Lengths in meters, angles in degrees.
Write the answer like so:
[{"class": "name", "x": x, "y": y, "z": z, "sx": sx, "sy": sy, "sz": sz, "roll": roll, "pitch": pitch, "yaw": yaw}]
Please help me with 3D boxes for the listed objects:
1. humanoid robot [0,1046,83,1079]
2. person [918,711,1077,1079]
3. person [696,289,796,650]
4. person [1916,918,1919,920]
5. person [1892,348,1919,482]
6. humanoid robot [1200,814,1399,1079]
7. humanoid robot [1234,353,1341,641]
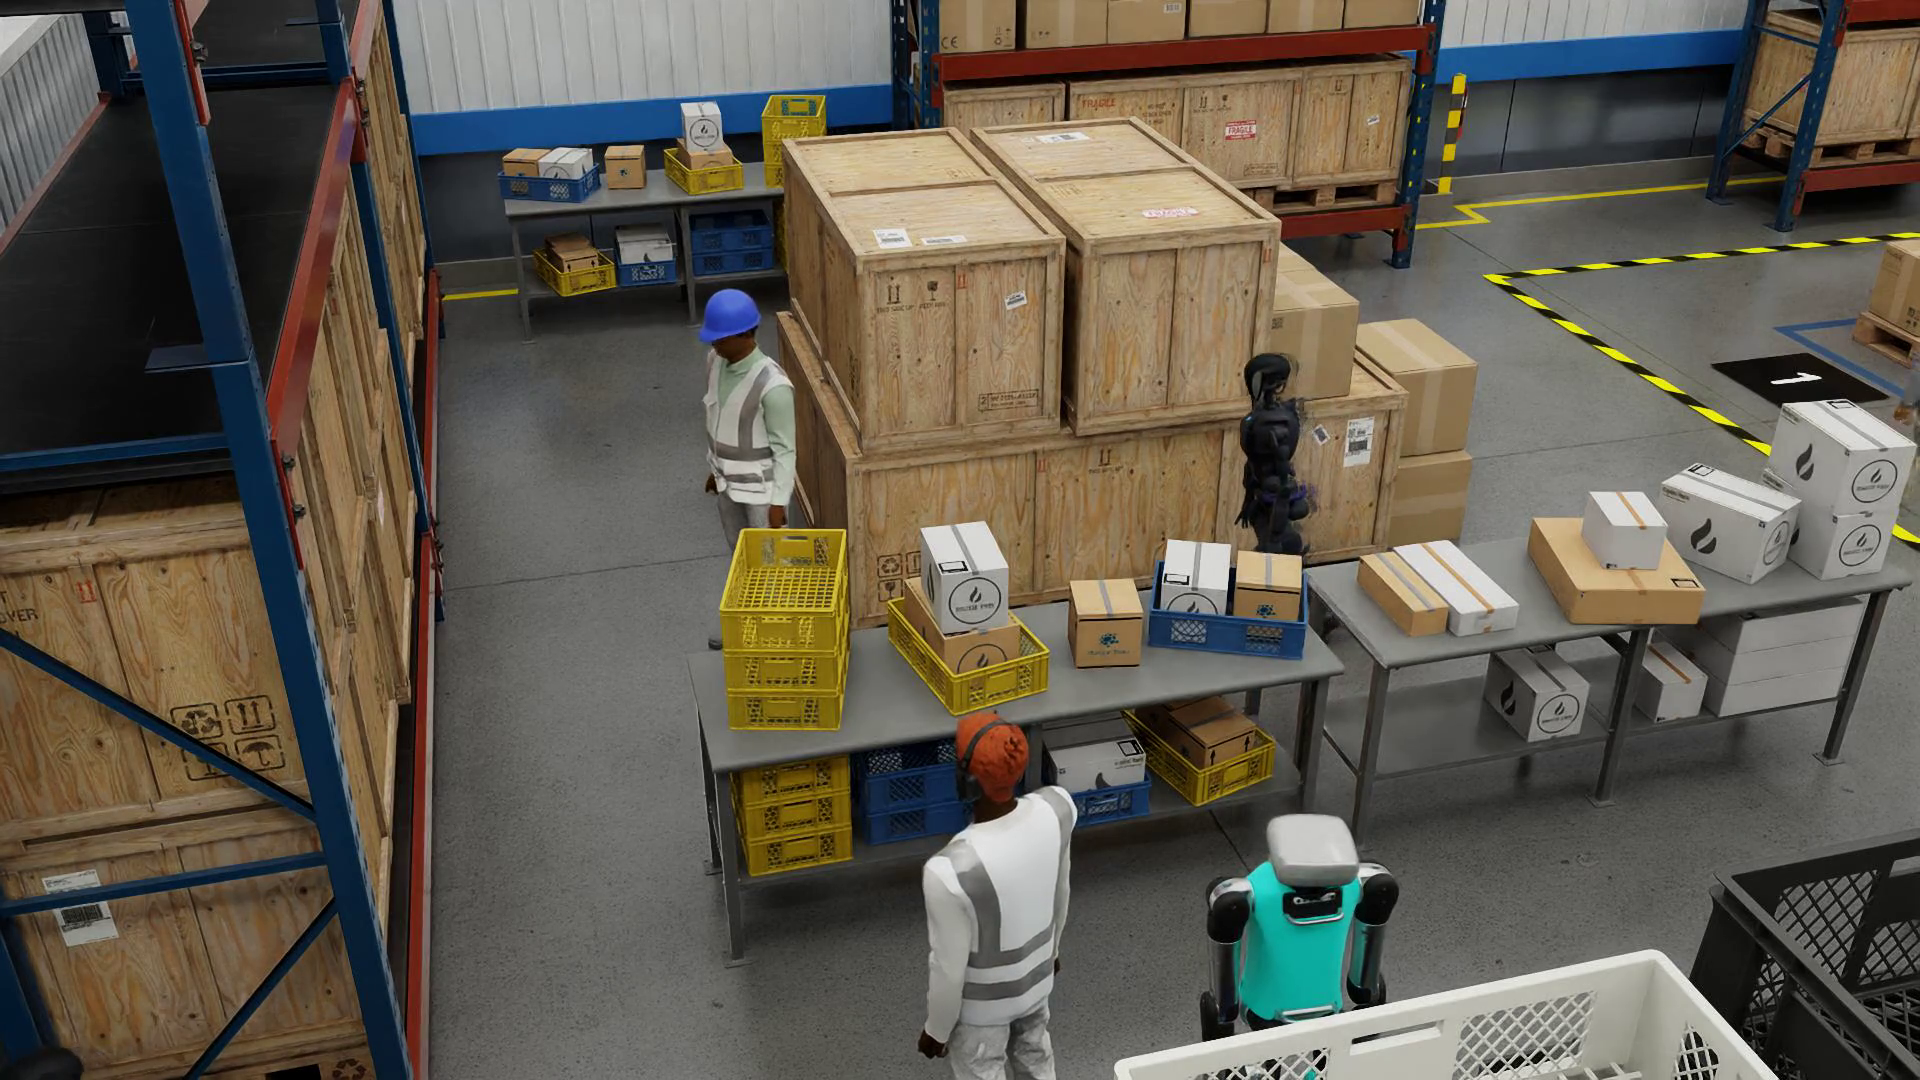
[{"class": "humanoid robot", "x": -2.134, "y": 1.901, "z": 4.216, "sx": 0.602, "sy": 1.647, "sz": 0.342, "roll": 16, "pitch": 33, "yaw": 27}, {"class": "person", "x": 0.103, "y": 1.335, "z": 5.022, "sx": 0.573, "sy": 1.881, "sz": 0.356, "roll": -26, "pitch": 38, "yaw": -38}, {"class": "person", "x": -1.011, "y": -0.273, "z": 7.882, "sx": 0.417, "sy": 1.938, "sz": 0.607, "roll": -24, "pitch": 37, "yaw": -36}, {"class": "person", "x": 3.922, "y": 0.769, "z": 6.111, "sx": 0.403, "sy": 1.822, "sz": 0.588, "roll": 1, "pitch": 29, "yaw": 1}, {"class": "person", "x": 5.382, "y": -0.766, "z": 8.997, "sx": 0.565, "sy": 1.719, "sz": 0.956, "roll": -15, "pitch": 32, "yaw": -25}, {"class": "humanoid robot", "x": 0.967, "y": 1.602, "z": 4.579, "sx": 0.530, "sy": 1.694, "sz": 0.737, "roll": -5, "pitch": 29, "yaw": -9}, {"class": "humanoid robot", "x": 1.562, "y": -0.128, "z": 7.949, "sx": 0.782, "sy": 1.631, "sz": 0.590, "roll": -4, "pitch": 29, "yaw": -7}]
